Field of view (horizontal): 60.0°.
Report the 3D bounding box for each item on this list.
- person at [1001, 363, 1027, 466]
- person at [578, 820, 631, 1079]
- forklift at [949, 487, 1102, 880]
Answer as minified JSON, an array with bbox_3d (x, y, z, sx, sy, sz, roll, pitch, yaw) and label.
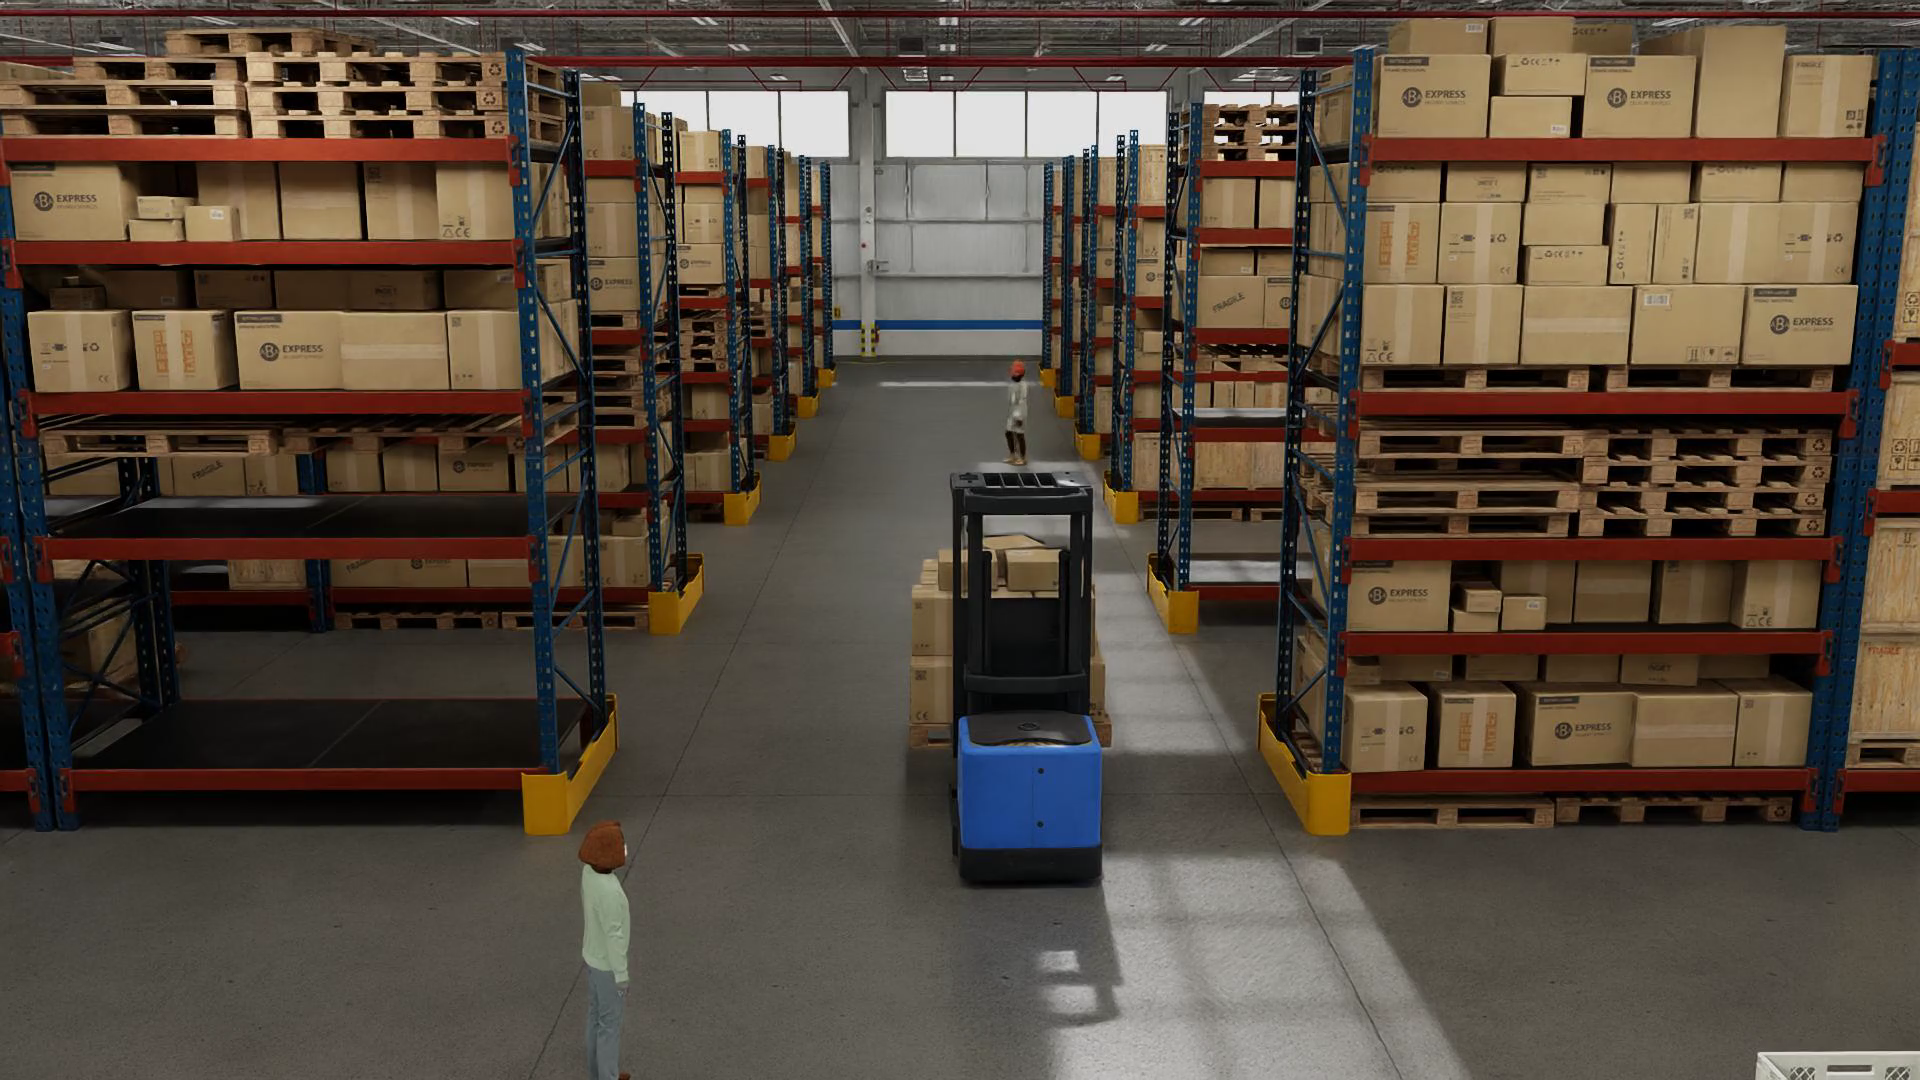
[{"bbox_3d":[1.083,-2.387,31.713,0.548,2.003,0.649,-6,13,-29],"label":"person"},{"bbox_3d":[-1.943,2.337,9.218,0.279,1.634,0.498,-6,13,-27],"label":"person"},{"bbox_3d":[0.495,0.986,12.813,1.129,2.768,1.873,0,11,-2],"label":"forklift"}]
